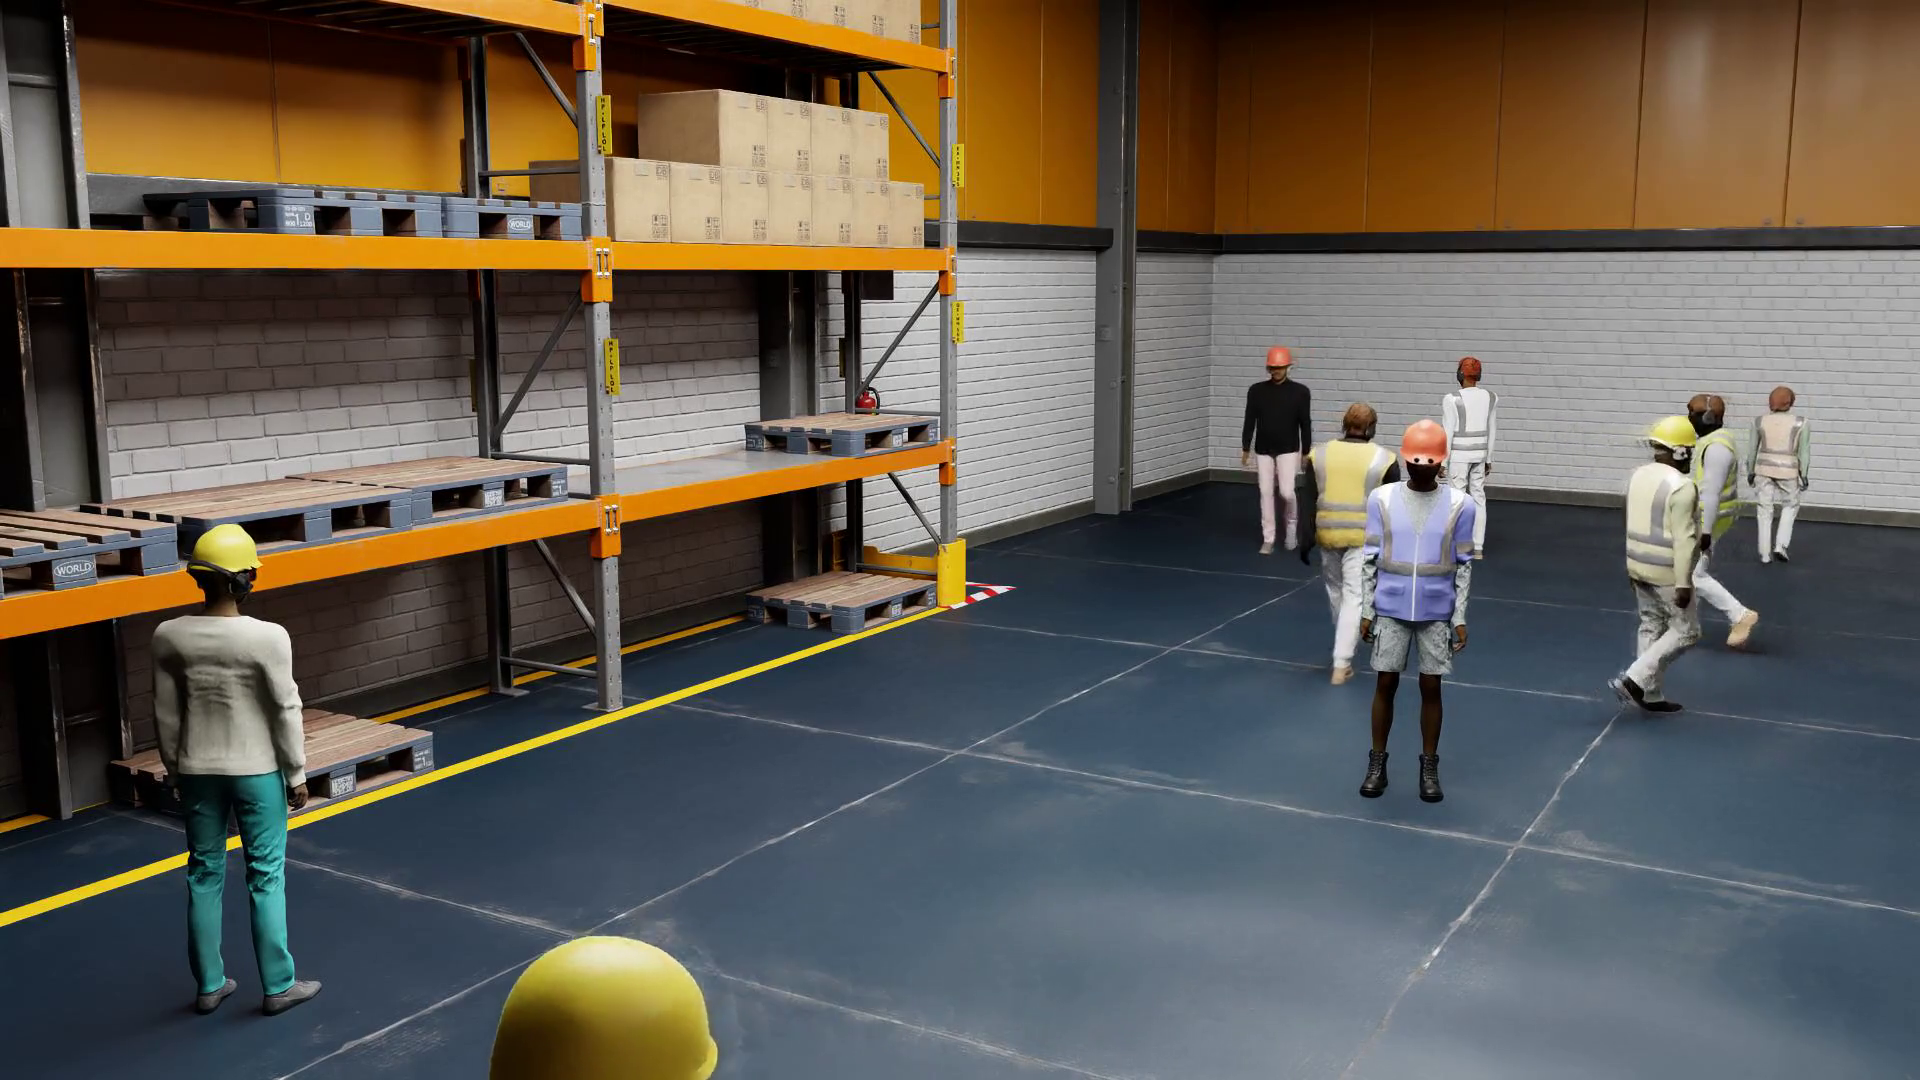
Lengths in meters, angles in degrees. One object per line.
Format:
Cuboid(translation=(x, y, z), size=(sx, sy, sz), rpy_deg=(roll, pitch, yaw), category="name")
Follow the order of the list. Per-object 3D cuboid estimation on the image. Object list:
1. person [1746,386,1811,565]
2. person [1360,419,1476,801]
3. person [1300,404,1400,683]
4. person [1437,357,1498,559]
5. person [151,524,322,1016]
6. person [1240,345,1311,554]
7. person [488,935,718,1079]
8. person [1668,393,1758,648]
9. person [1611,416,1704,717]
Cuboid(translation=(7.442, -0.585, 15.141), size=(0.545, 1.621, 0.395), rpy_deg=(7, 11, 36), category="person")
Cuboid(translation=(2.283, 0.354, 8.351), size=(0.542, 1.932, 0.373), rpy_deg=(3, 10, 17), category="person")
Cuboid(translation=(2.631, -0.003, 11.030), size=(0.642, 1.787, 0.958), rpy_deg=(5, 11, 31), category="person")
Cuboid(translation=(4.667, -0.742, 15.348), size=(0.574, 1.882, 0.356), rpy_deg=(-3, 10, -19), category="person")
Cuboid(translation=(-2.587, 0.822, 5.950), size=(0.533, 1.767, 0.325), rpy_deg=(1, 9, 5), category="person")
Cuboid(translation=(2.967, -0.840, 15.664), size=(0.636, 1.980, 0.428), rpy_deg=(4, 10, 26), category="person")
Cuboid(translation=(-0.298, 1.377, 2.074), size=(0.745, 1.903, 0.600), rpy_deg=(-7, 11, -37), category="person")
Cuboid(translation=(5.208, -0.112, 11.592), size=(0.612, 1.823, 0.644), rpy_deg=(2, 9, 12), category="person")
Cuboid(translation=(4.126, 0.173, 9.824), size=(0.451, 1.815, 0.614), rpy_deg=(-1, 9, -9), category="person")
